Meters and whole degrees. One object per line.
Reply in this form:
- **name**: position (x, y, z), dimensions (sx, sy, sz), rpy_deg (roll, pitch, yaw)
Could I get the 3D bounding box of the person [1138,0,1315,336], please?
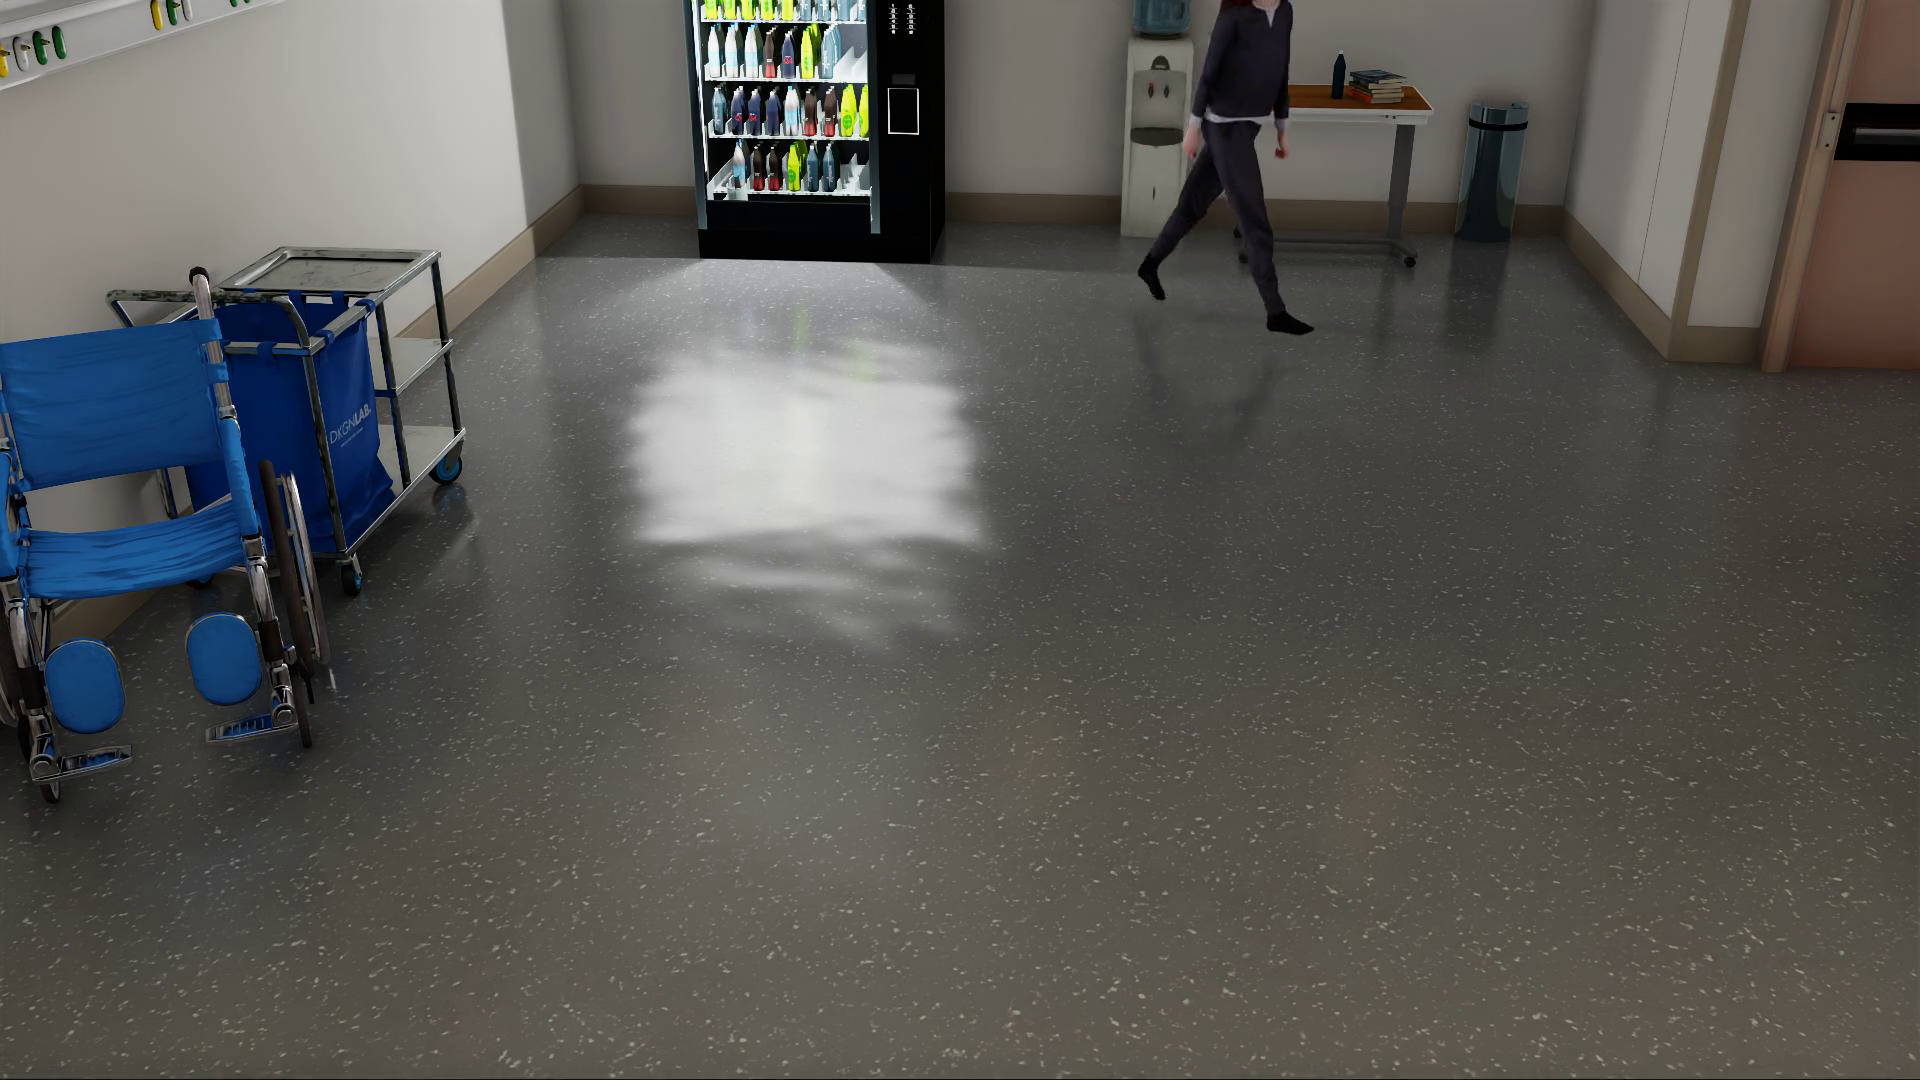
- **person**: position (1.124, -1.772, 7.371), dimensions (1.138, 1.705, 1.252), rpy_deg (-21, 33, -36)
